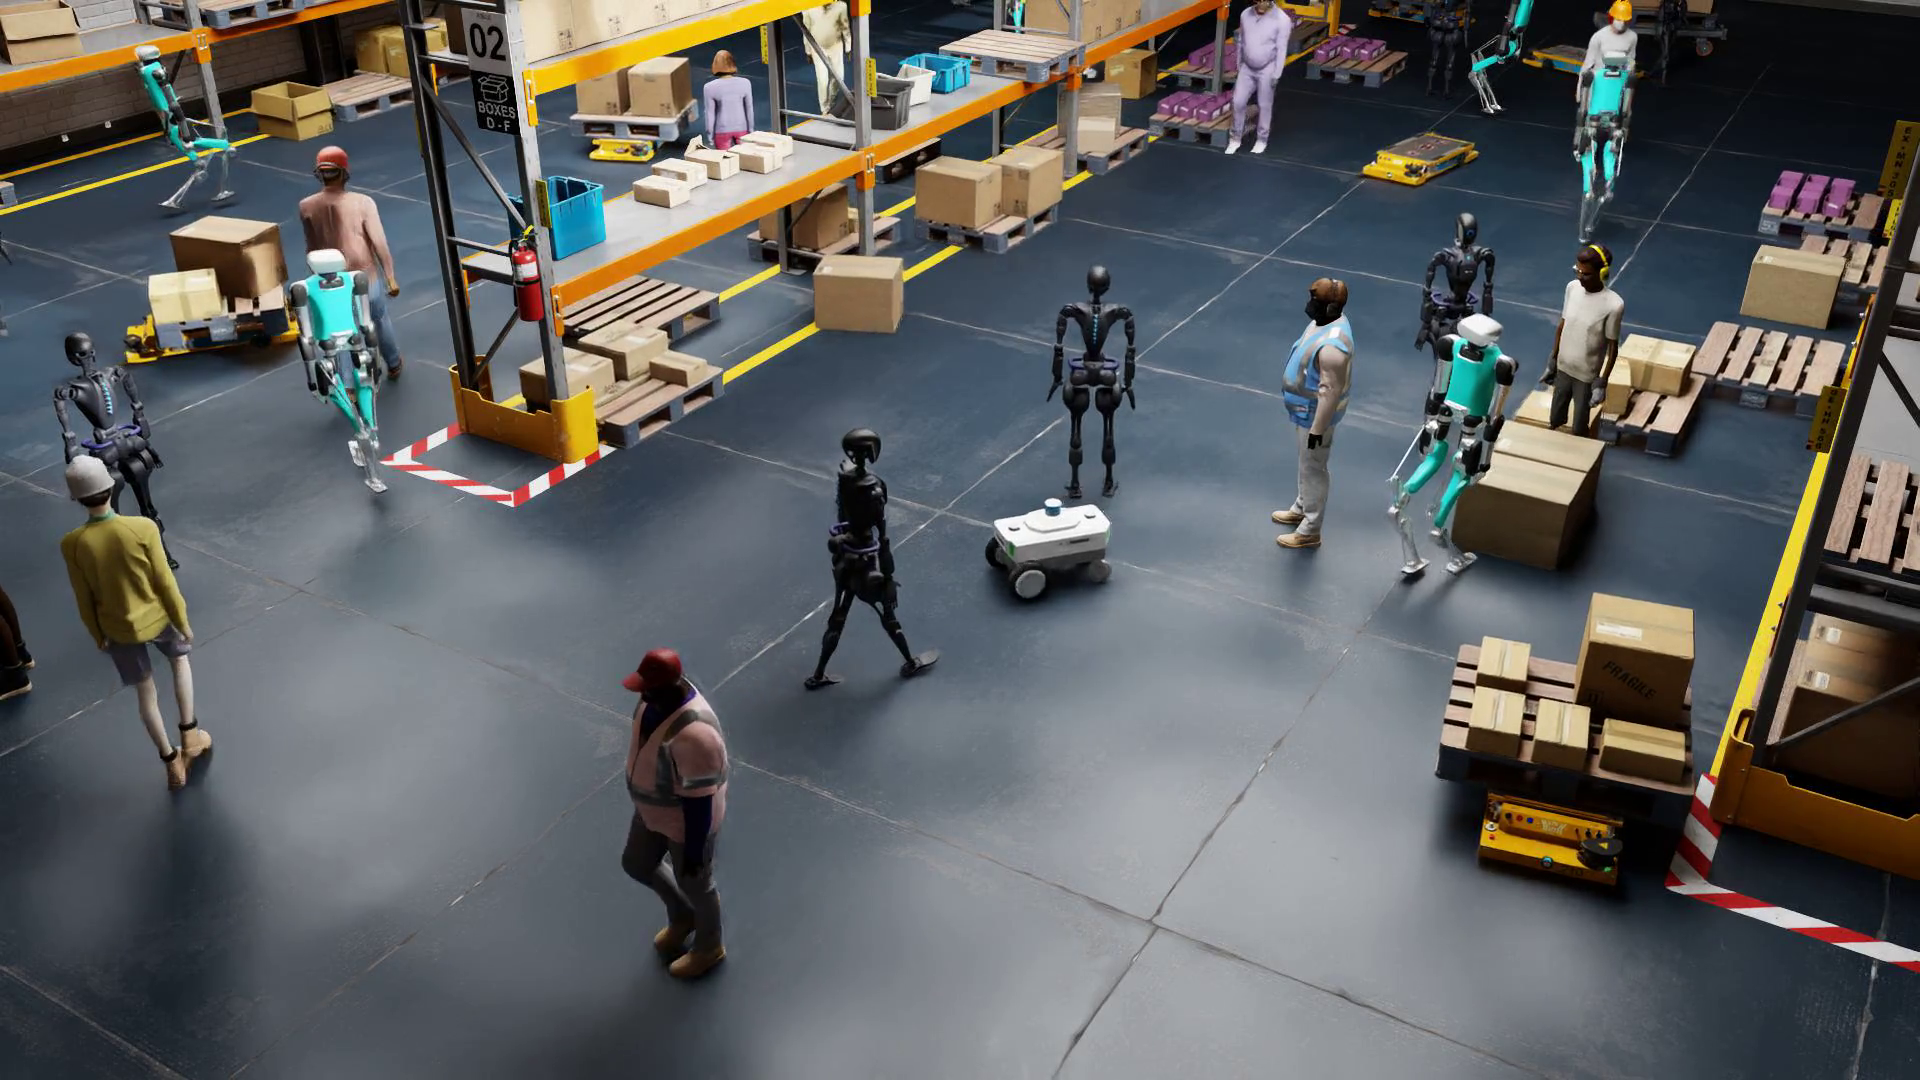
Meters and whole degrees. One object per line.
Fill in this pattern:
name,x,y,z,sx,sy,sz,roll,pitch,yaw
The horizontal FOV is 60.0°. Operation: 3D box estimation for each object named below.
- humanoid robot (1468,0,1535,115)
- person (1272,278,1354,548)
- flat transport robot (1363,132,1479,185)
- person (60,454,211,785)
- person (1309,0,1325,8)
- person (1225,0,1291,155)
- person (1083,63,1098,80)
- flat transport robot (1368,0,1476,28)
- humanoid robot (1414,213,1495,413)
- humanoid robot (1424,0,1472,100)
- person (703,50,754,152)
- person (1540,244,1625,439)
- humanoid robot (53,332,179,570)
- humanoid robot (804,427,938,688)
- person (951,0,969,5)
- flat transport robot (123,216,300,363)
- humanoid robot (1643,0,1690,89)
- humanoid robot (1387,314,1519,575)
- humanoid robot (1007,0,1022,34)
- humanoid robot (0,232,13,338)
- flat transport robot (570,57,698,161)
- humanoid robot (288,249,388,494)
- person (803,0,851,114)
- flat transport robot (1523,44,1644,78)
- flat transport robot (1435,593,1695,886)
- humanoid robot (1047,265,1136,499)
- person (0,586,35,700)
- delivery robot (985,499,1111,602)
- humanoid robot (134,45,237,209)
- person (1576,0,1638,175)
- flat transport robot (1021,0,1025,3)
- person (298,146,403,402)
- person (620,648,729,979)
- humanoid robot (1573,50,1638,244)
humanoid robot,6.422,-5.970,19.874,0.735,1.677,0.533,24,37,36
person,2.293,-0.832,10.812,0.429,1.846,0.632,3,30,5
flat transport robot,5.119,-4.230,18.425,0.659,0.231,1.431,24,37,36
person,-4.254,0.404,8.603,0.495,1.869,0.541,-11,31,-18
person,5.622,-9.120,25.484,0.430,1.838,0.619,20,35,31
person,3.317,-5.226,18.546,0.662,1.880,0.616,19,35,30
person,1.652,-6.936,21.630,0.536,1.821,0.712,10,31,18
flat transport robot,6.910,-7.882,24.884,0.659,0.231,1.431,-26,39,-38
humanoid robot,3.707,-1.618,12.377,0.600,1.650,0.529,-6,30,-10
humanoid robot,6.094,-6.387,20.794,0.315,1.657,0.599,-24,37,-36
person,-2.335,-4.136,16.881,0.500,1.628,0.280,-9,31,-16
person,4.186,-1.121,11.306,0.330,1.863,0.516,-14,32,-23
humanoid robot,-5.302,-0.512,10.410,0.309,1.651,0.611,16,33,25
humanoid robot,-0.540,0.084,9.411,0.787,1.624,0.604,-15,33,-25
person,0.342,-9.132,25.454,0.919,1.894,0.525,23,37,34
flat transport robot,-6.300,-1.802,14.129,1.431,0.231,0.659,-11,31,-19
humanoid robot,9.159,-6.652,21.318,0.609,1.642,0.619,-21,35,-32
humanoid robot,3.004,-0.512,10.351,0.839,1.777,0.556,-22,36,-34
humanoid robot,0.872,-6.970,21.780,0.542,1.781,0.762,0,29,0
humanoid robot,-8.273,-2.433,13.833,0.614,1.641,0.455,-18,34,-29
flat transport robot,-3.719,-4.653,19.172,0.659,0.231,1.431,4,30,7
humanoid robot,-4.150,-1.099,11.387,0.554,1.736,1.013,-22,36,-33
person,-1.588,-5.906,19.902,0.570,1.734,0.599,-4,30,-8
flat transport robot,8.306,-6.348,22.172,0.659,0.231,1.431,-20,35,-31
flat transport robot,3.142,1.240,8.748,0.659,0.231,1.431,10,31,18
humanoid robot,0.906,-1.078,11.411,0.615,1.655,0.313,1,30,3
person,-5.567,-0.010,9.252,0.377,1.958,0.612,-9,31,-15
delivery robot,0.583,0.013,10.603,0.746,0.570,0.499,-9,31,-16
humanoid robot,-7.760,-4.164,16.813,0.531,1.719,1.006,25,38,37
person,7.003,-4.950,18.081,0.606,1.870,0.605,-2,30,-4
flat transport robot,1.327,-8.776,26.465,1.431,0.231,0.659,-22,36,-34
person,-4.702,-2.049,12.887,0.673,1.938,0.915,-1,30,-3
person,-1.257,1.203,7.321,0.459,1.733,0.639,-18,34,-29
humanoid robot,6.250,-3.727,16.141,0.538,1.868,0.830,2,30,3
